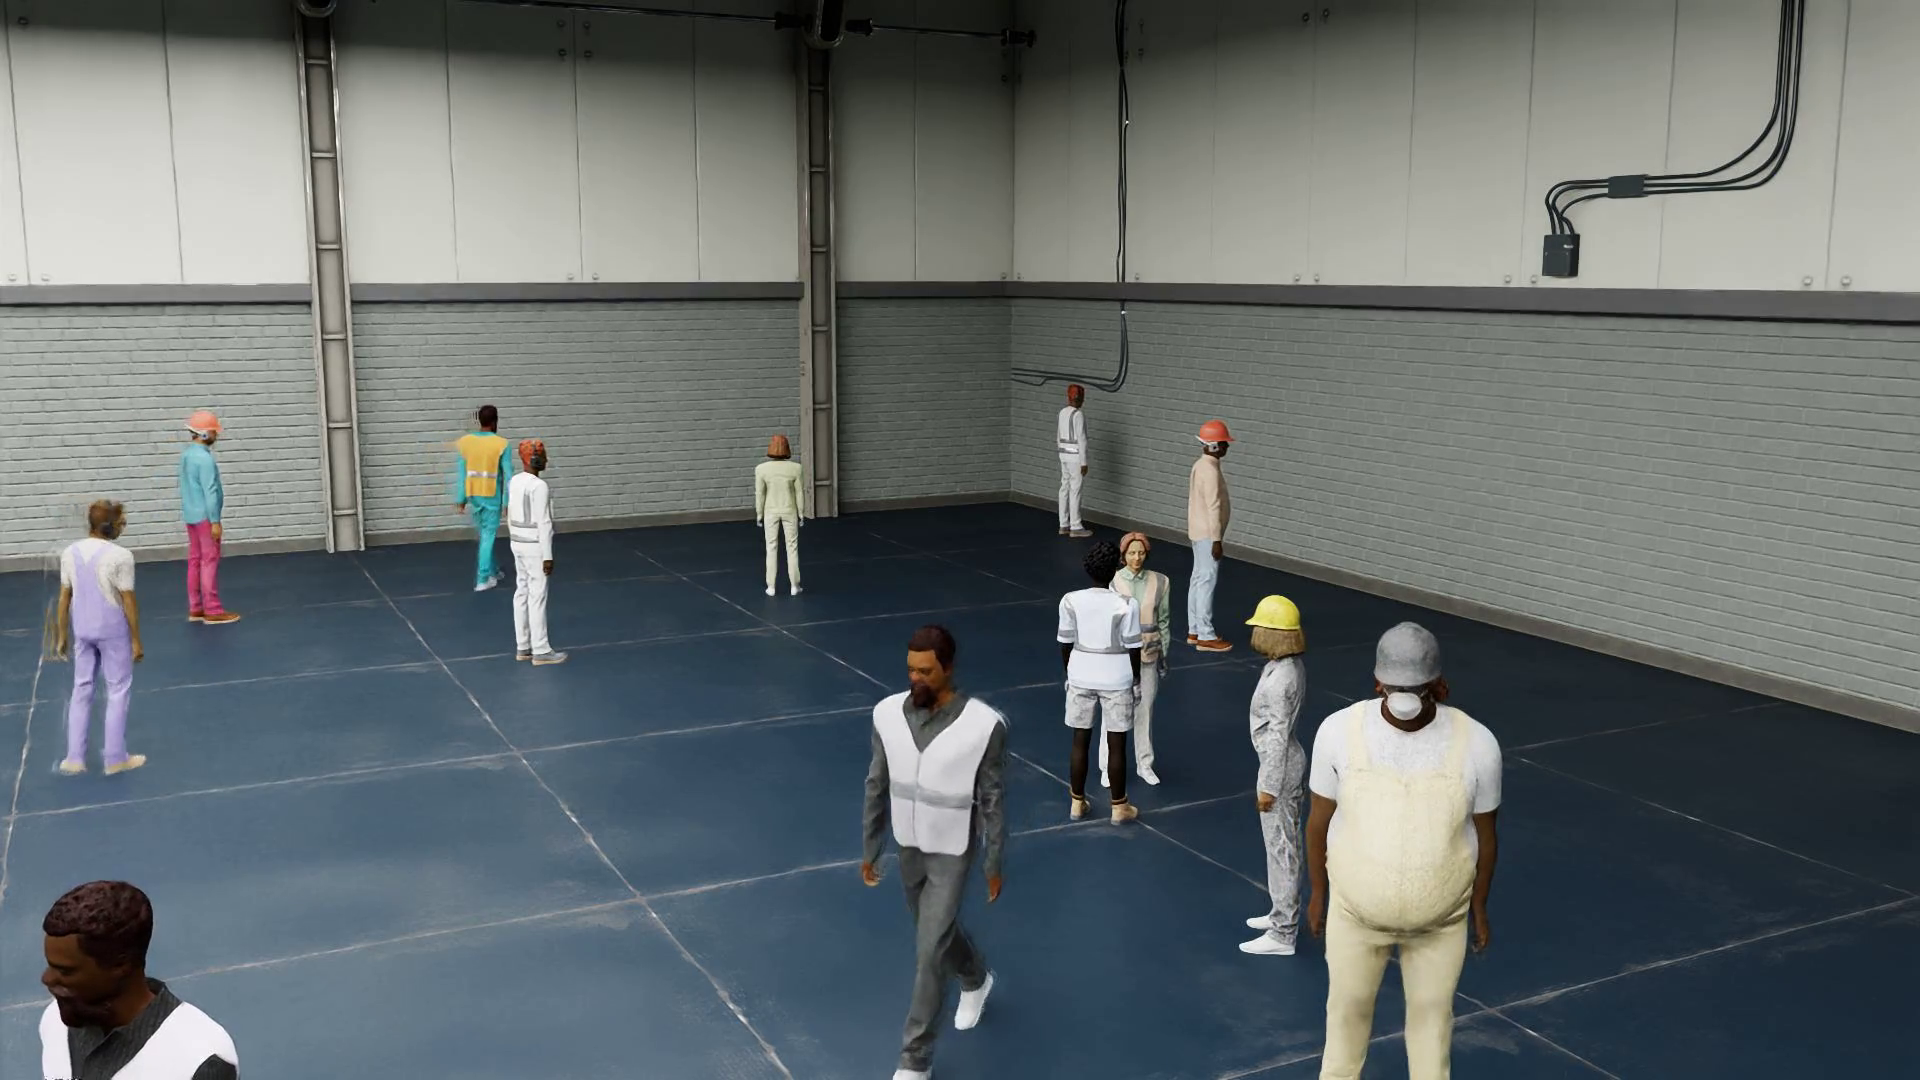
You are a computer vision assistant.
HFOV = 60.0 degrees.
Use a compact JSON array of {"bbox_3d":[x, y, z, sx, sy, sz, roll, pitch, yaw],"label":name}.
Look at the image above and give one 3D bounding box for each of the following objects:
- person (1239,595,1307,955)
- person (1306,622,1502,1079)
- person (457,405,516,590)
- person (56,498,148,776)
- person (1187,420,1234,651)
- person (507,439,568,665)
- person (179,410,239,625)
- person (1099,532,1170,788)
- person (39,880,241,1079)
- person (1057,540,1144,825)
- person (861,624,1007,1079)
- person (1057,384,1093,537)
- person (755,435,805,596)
[{"bbox_3d":[1.512,1.124,8.014,0.302,1.745,0.483,3,10,19],"label":"person"},{"bbox_3d":[1.603,1.291,6.075,0.688,2.000,0.536,3,10,15],"label":"person"},{"bbox_3d":[-4.851,-0.457,17.285,0.615,1.886,0.825,3,10,16],"label":"person"},{"bbox_3d":[-5.640,0.639,10.825,0.678,1.822,0.348,1,9,7],"label":"person"},{"bbox_3d":[2.170,-0.043,14.429,0.379,1.996,0.609,-1,9,-5],"label":"person"},{"bbox_3d":[-3.569,0.098,13.911,0.359,1.882,0.575,-8,12,-41],"label":"person"},{"bbox_3d":[-7.024,-0.215,15.493,0.396,1.992,0.622,-9,13,-44],"label":"person"},{"bbox_3d":[1.090,0.757,10.598,0.513,1.641,0.307,-2,9,-12],"label":"person"},{"bbox_3d":[-1.902,1.702,3.926,0.591,1.916,0.383,5,10,27],"label":"person"},{"bbox_3d":[0.840,0.846,9.874,0.533,1.697,0.318,4,10,25],"label":"person"},{"bbox_3d":[-0.089,1.247,6.861,0.606,1.881,0.968,5,11,29],"label":"person"},{"bbox_3d":[1.410,-0.985,20.575,0.356,1.886,0.574,-5,10,-26],"label":"person"},{"bbox_3d":[-1.812,-0.248,16.808,0.498,1.634,0.281,-1,9,-4],"label":"person"}]
